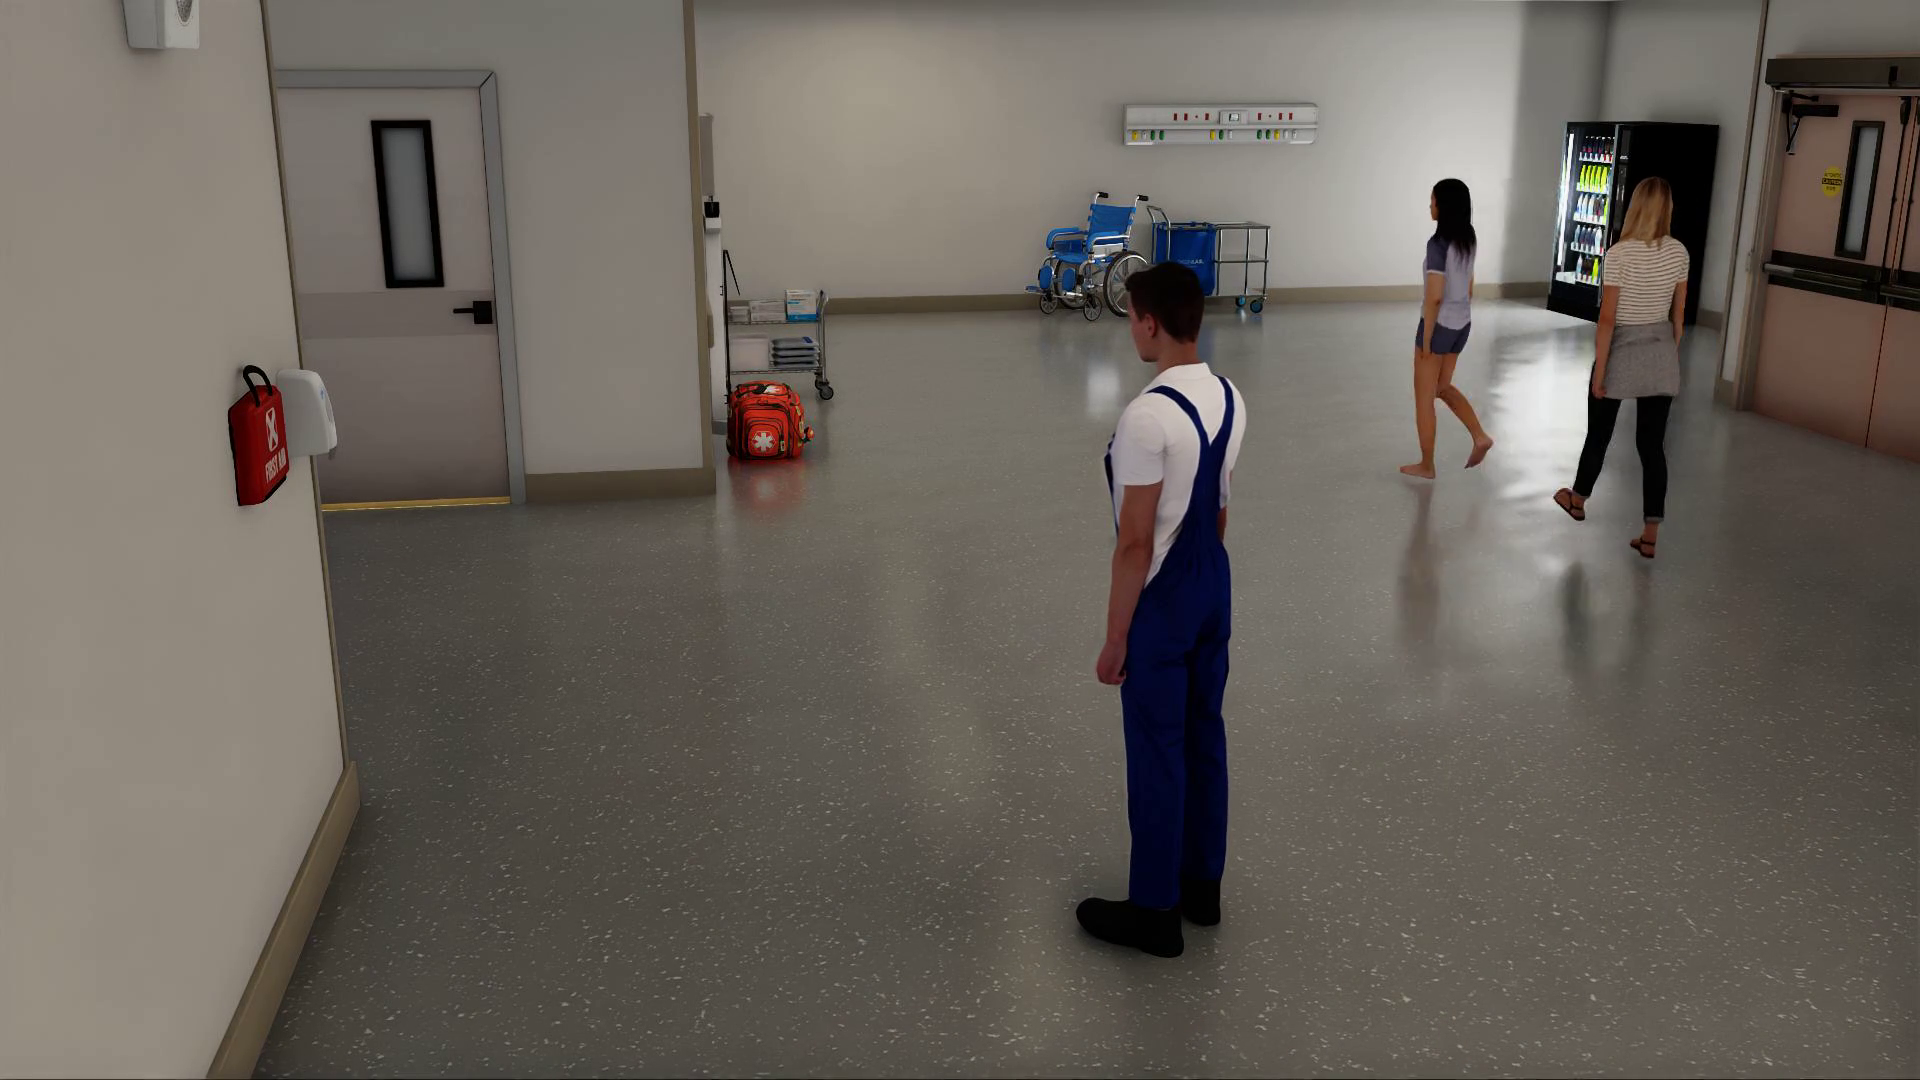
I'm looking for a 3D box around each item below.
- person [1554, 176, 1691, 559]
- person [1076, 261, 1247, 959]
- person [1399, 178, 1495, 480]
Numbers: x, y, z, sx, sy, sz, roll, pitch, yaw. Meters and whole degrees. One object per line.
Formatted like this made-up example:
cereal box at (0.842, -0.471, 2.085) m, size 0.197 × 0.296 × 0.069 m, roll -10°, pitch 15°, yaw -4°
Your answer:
person at (3.290, -0.783, 7.976) m, size 0.769 × 1.777 × 1.180 m, roll 0°, pitch 16°, yaw 0°
person at (0.562, 0.186, 4.405) m, size 0.754 × 1.851 × 0.721 m, roll 15°, pitch 21°, yaw 42°
person at (2.822, -1.168, 9.451) m, size 0.822 × 1.718 × 0.909 m, roll -15°, pitch 22°, yaw -42°
